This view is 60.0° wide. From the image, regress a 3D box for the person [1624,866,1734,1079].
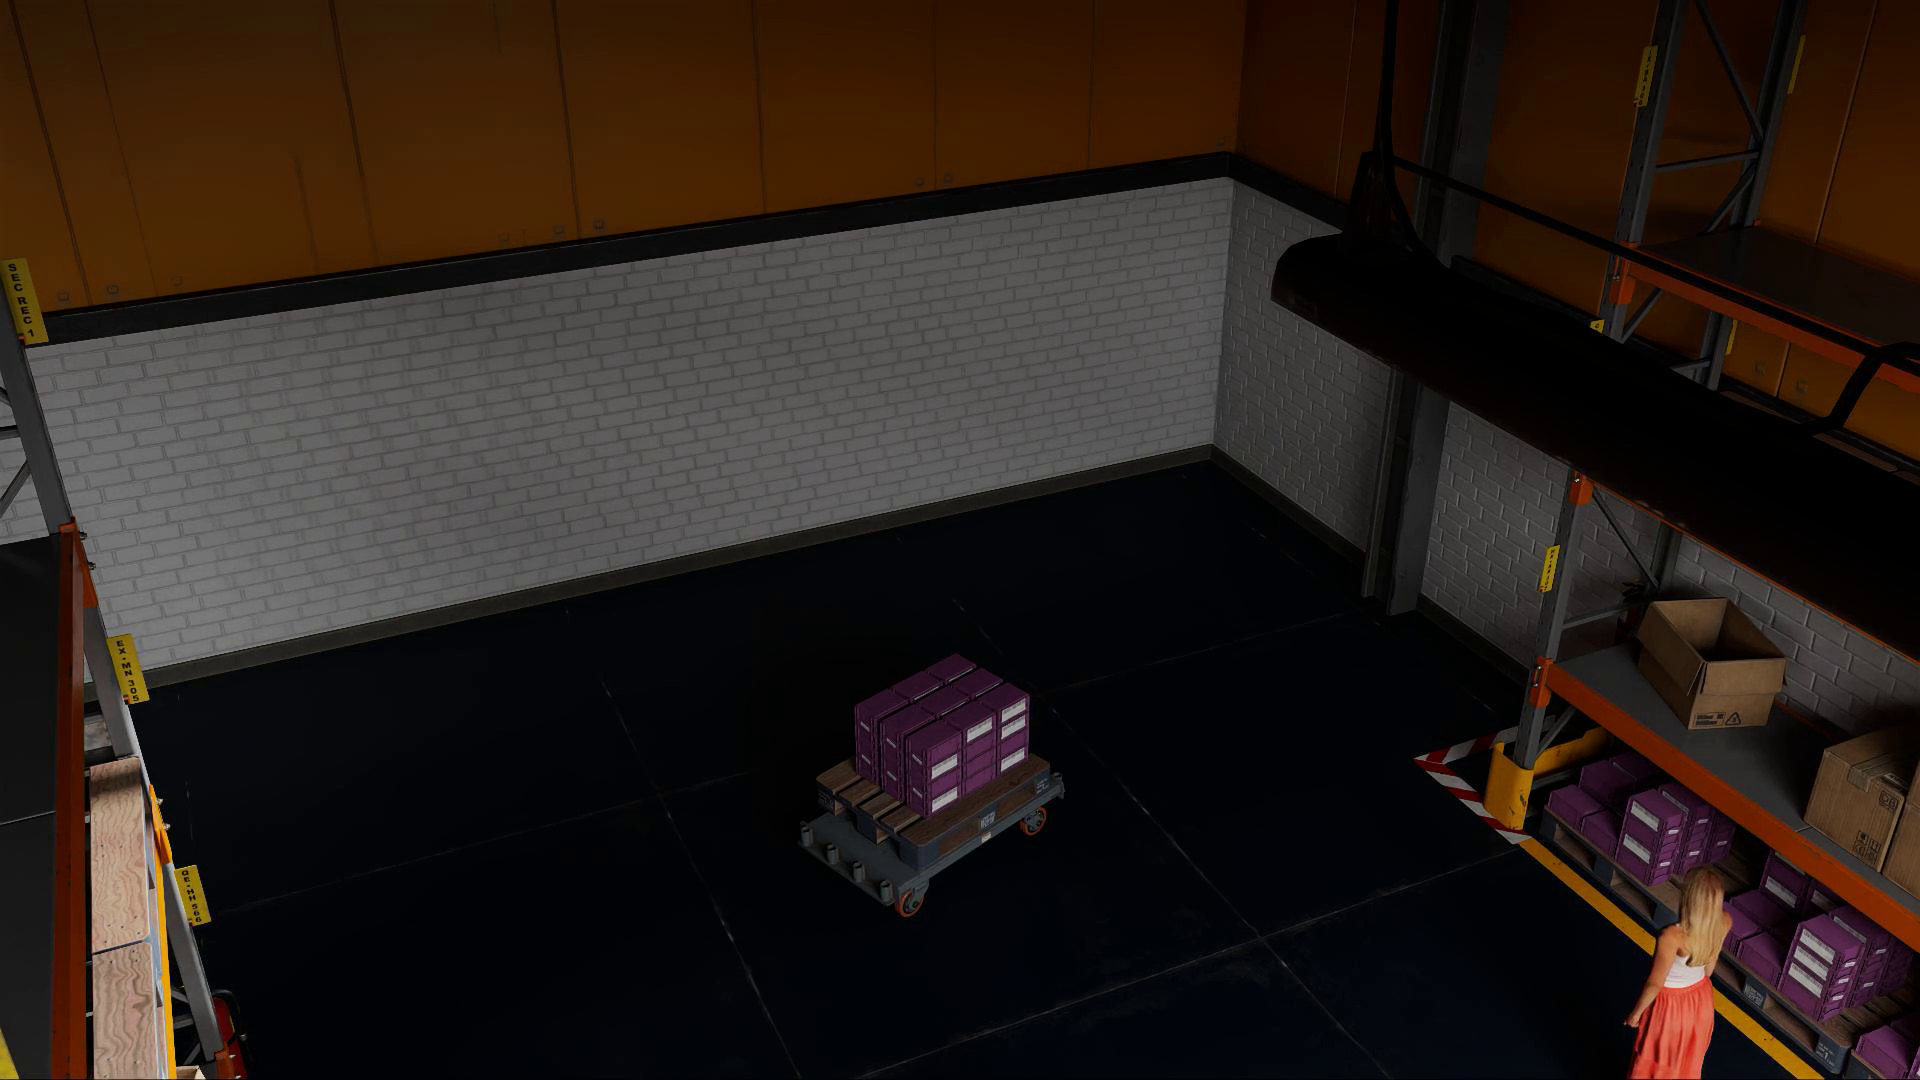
[{"bbox_3d":[3.703,2.425,8.603,0.625,1.805,0.576,-11,31,-20],"label":"person"}]
